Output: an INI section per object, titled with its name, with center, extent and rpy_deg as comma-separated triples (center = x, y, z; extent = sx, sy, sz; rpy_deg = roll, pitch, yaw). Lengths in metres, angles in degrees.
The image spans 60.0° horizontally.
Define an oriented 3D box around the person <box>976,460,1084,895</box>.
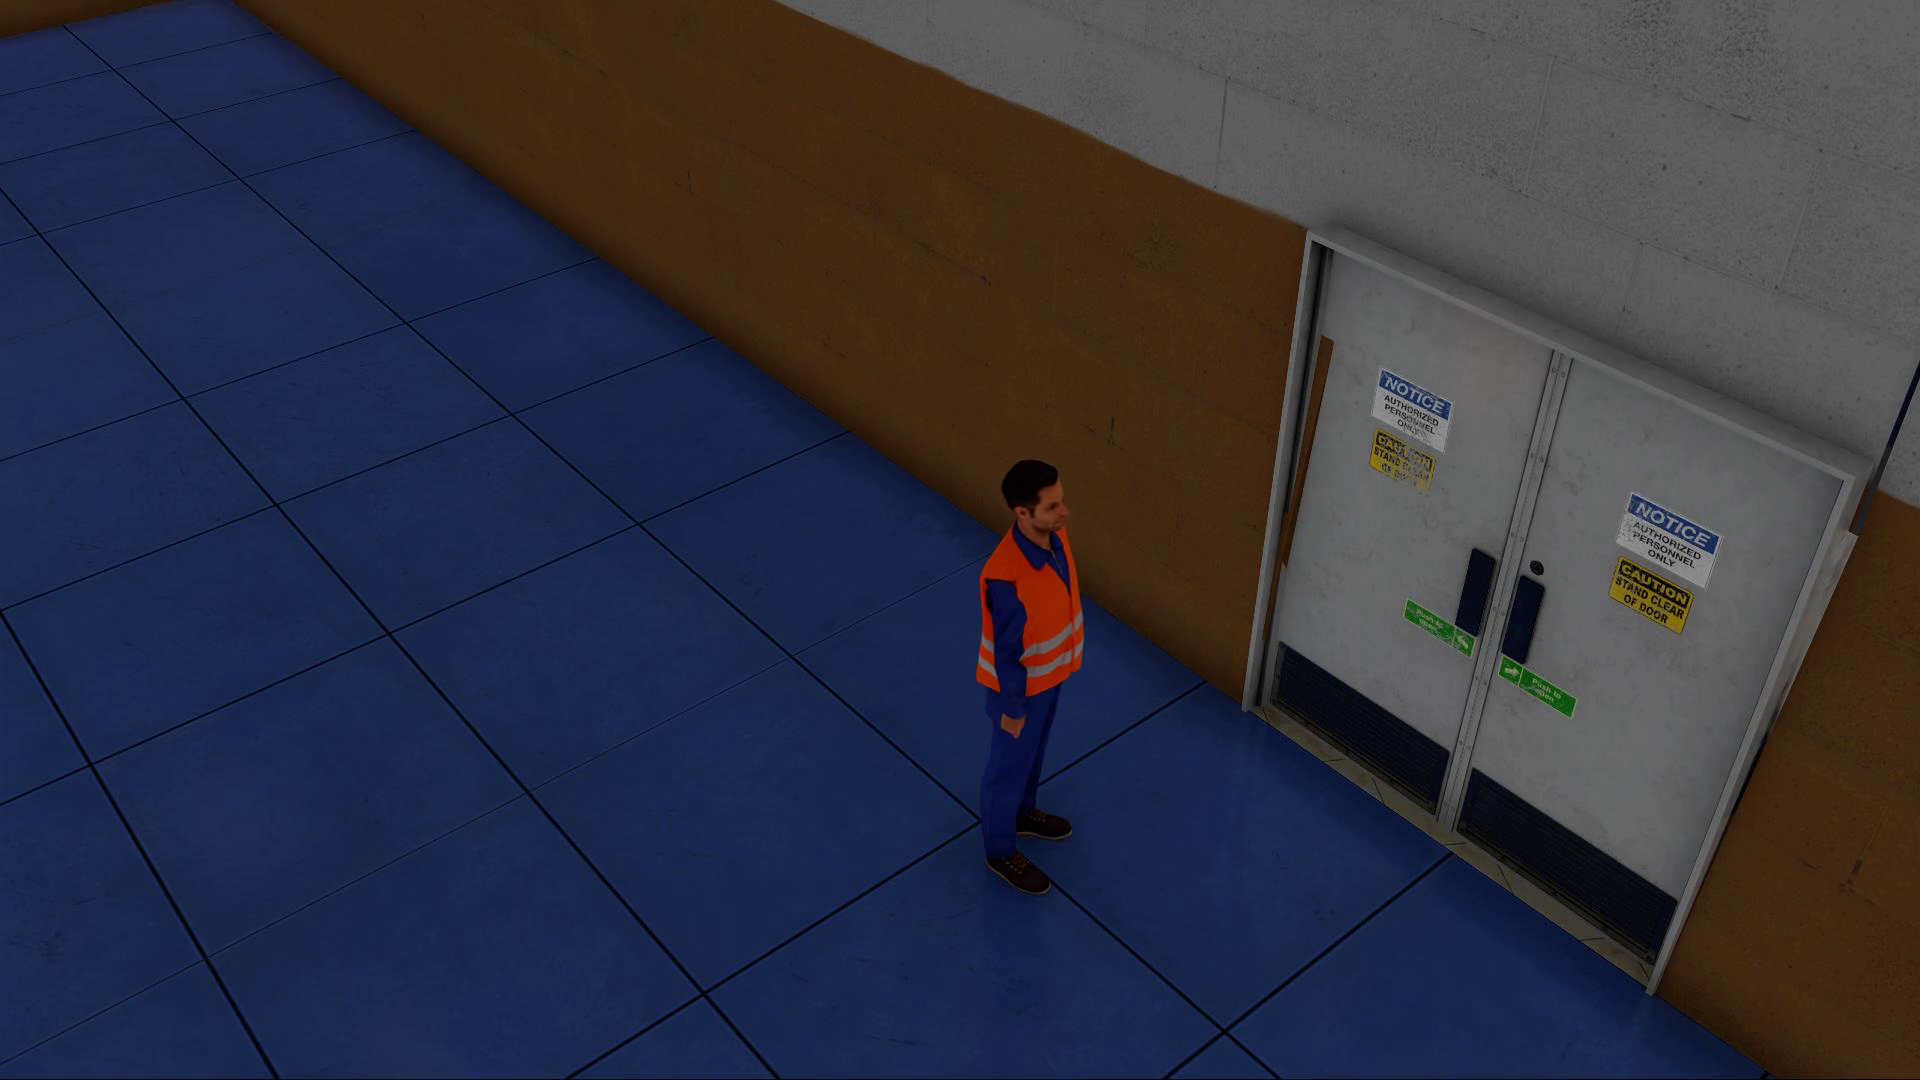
[person]
center = 0.245, 0.486, 6.074
extent = 0.845, 1.864, 0.721
rpy_deg = 14, 39, 17
